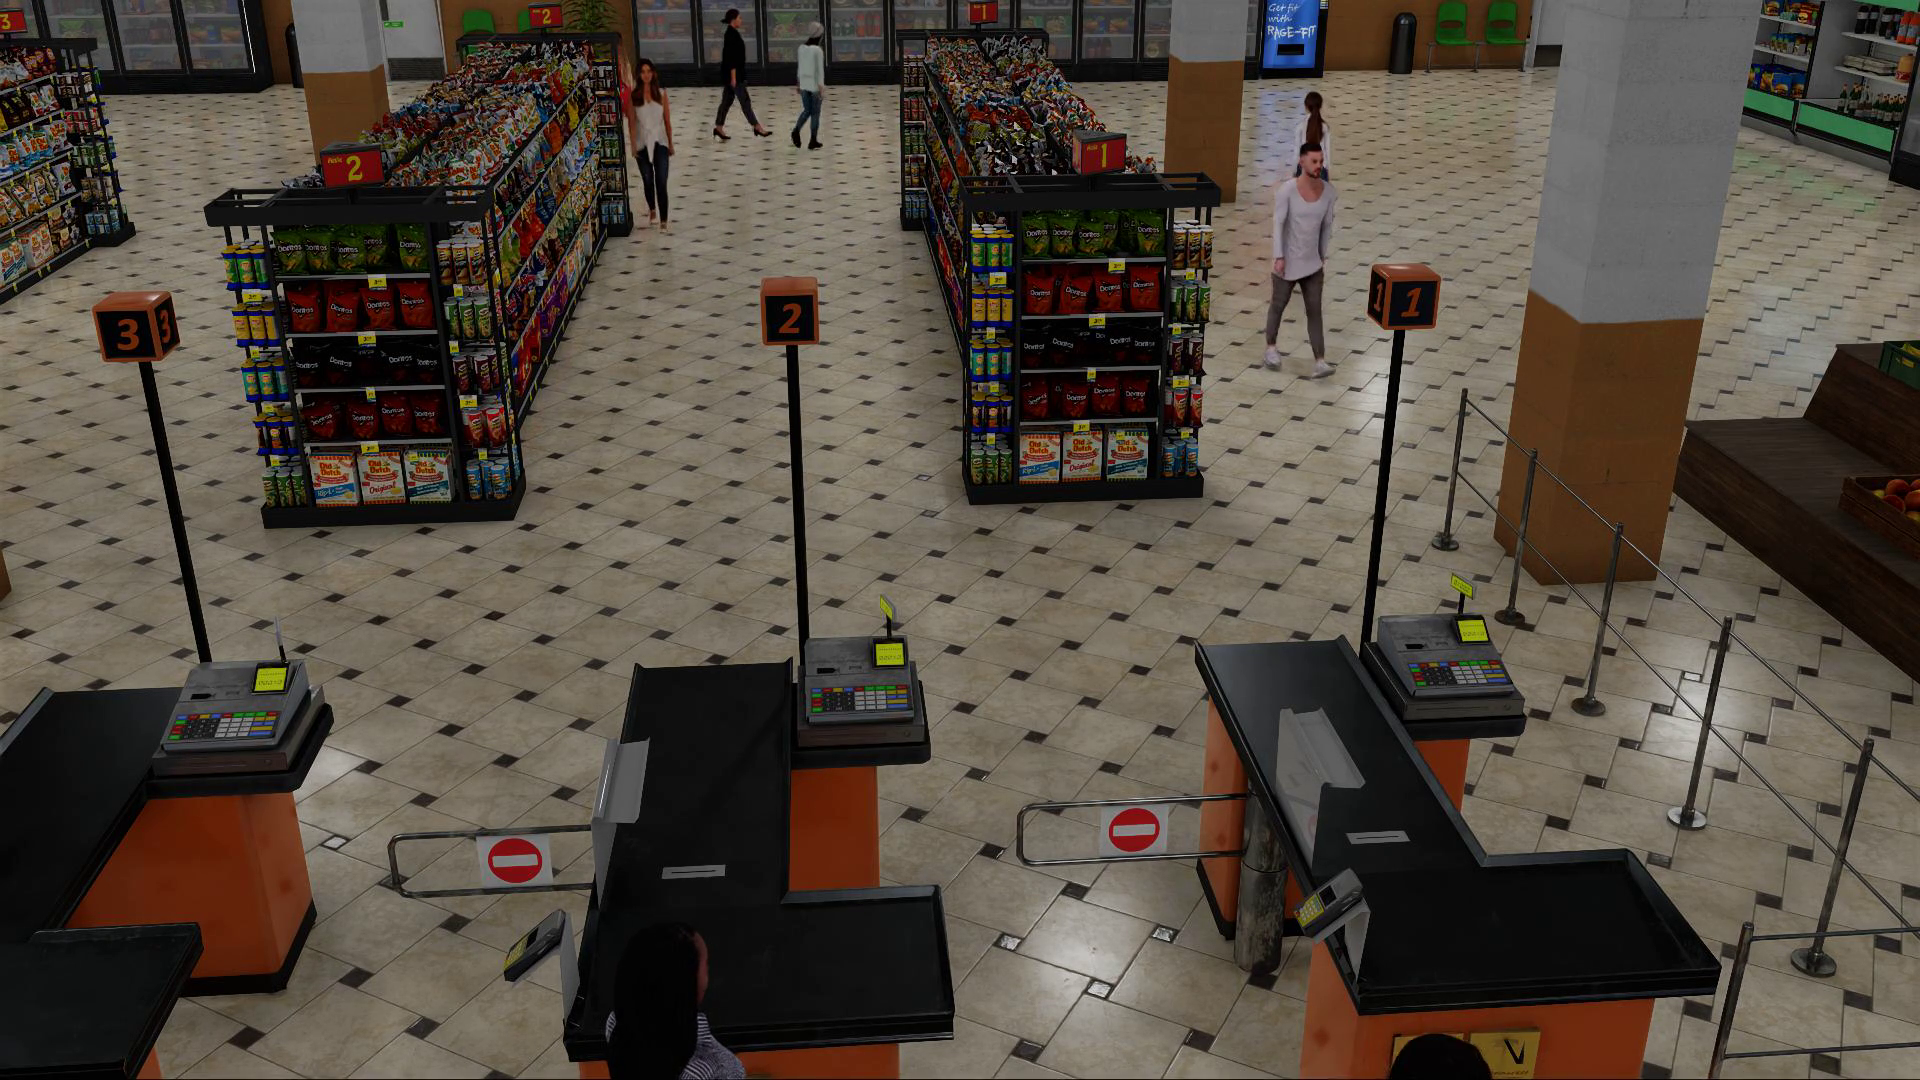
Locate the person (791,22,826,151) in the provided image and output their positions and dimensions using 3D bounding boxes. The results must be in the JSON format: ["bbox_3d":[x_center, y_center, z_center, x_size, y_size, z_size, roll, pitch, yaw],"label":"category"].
[{"bbox_3d":[-1.955,-5.807,21.396,0.898,1.620,0.989,13,27,27],"label":"person"}]

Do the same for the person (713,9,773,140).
[{"bbox_3d":[-3.083,-6.138,22.078,0.766,1.680,0.966,-4,24,-9],"label":"person"}]

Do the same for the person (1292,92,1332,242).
[{"bbox_3d":[3.506,-3.662,16.588,0.654,1.546,0.912,3,24,8],"label":"person"}]

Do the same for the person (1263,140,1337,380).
[{"bbox_3d":[2.570,-2.170,12.882,0.775,1.783,1.132,-5,24,-10],"label":"person"}]

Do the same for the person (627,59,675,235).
[{"bbox_3d":[-3.225,-4.076,17.293,0.700,1.737,1.135,-5,24,-11],"label":"person"}]

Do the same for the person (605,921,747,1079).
[{"bbox_3d":[-0.672,1.680,4.156,0.733,1.725,0.654,-21,31,-40],"label":"person"}]
